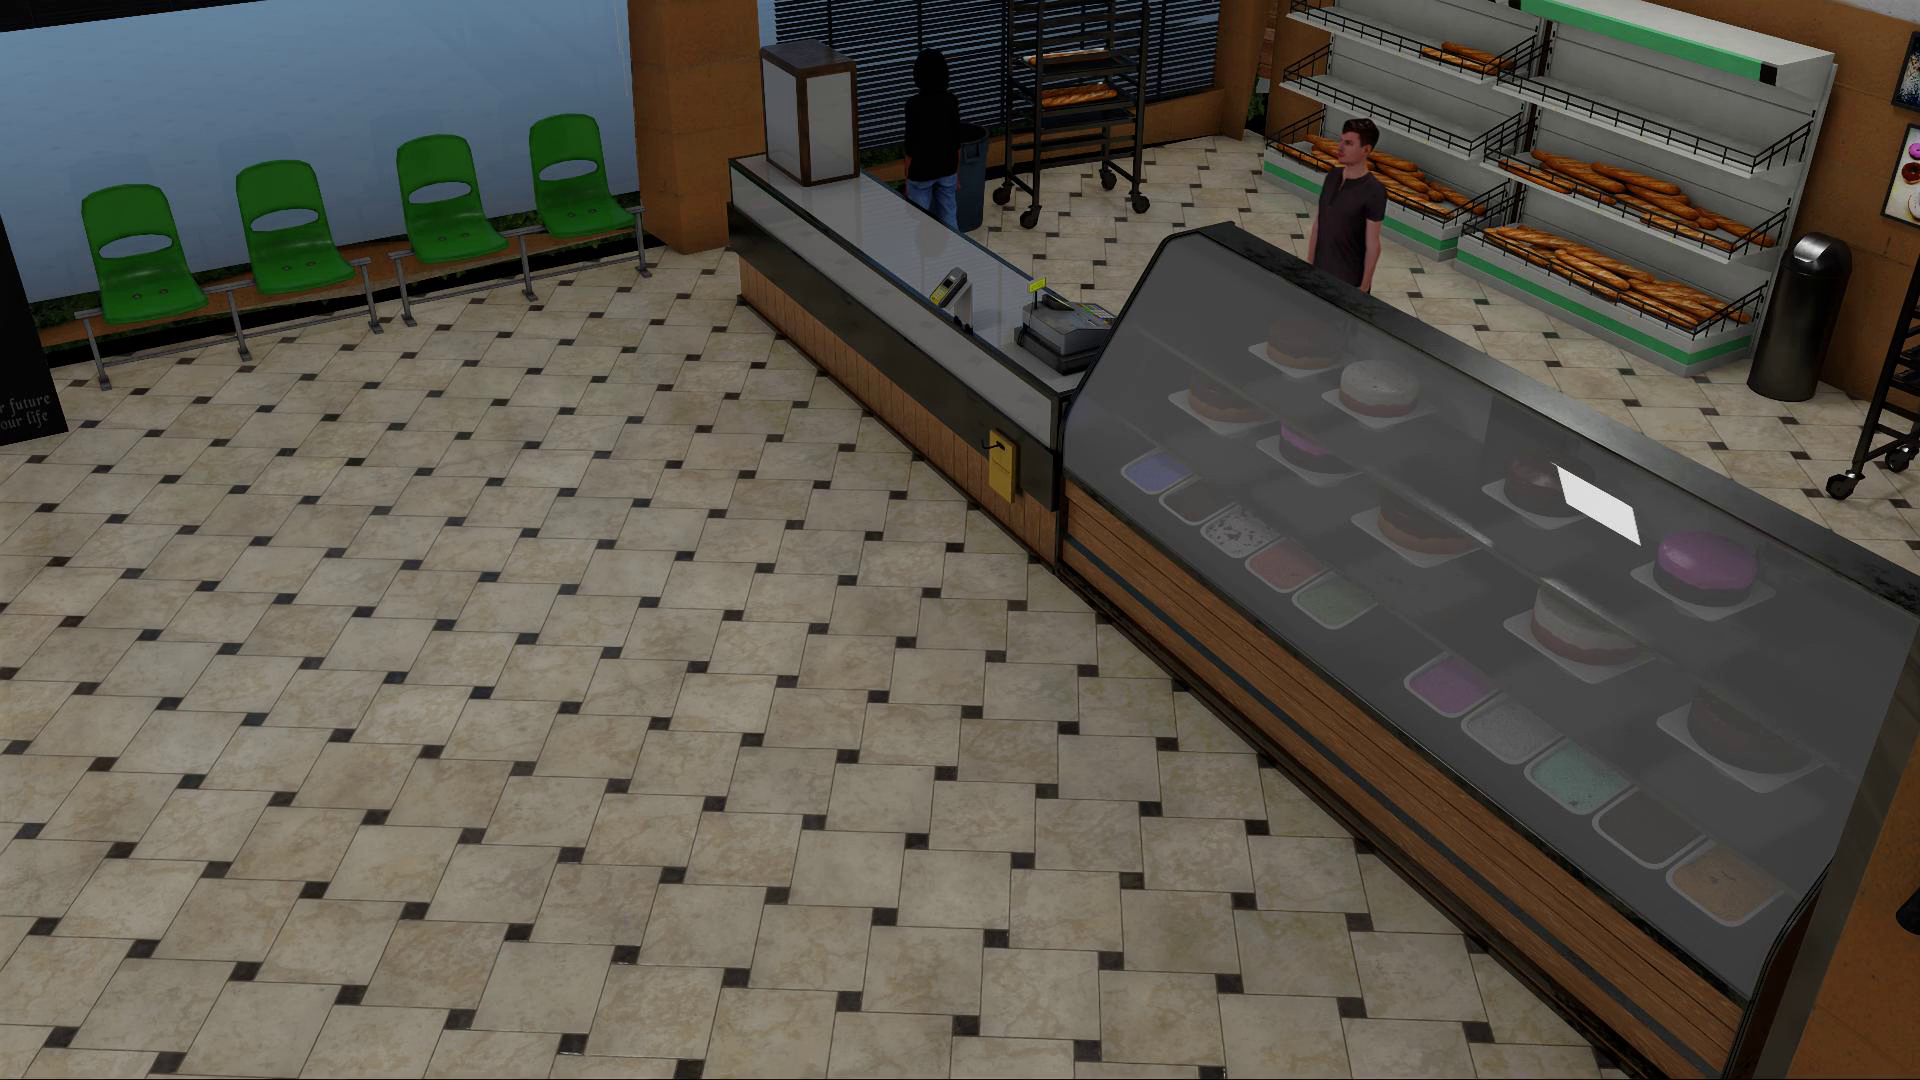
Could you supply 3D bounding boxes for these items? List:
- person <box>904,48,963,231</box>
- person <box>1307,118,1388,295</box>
[{"bbox_3d":[-0.184,-2.395,10.983,0.511,1.702,0.649,-12,34,-18],"label":"person"},{"bbox_3d":[2.138,-1.458,9.334,0.517,1.853,0.645,-17,36,-25],"label":"person"}]
